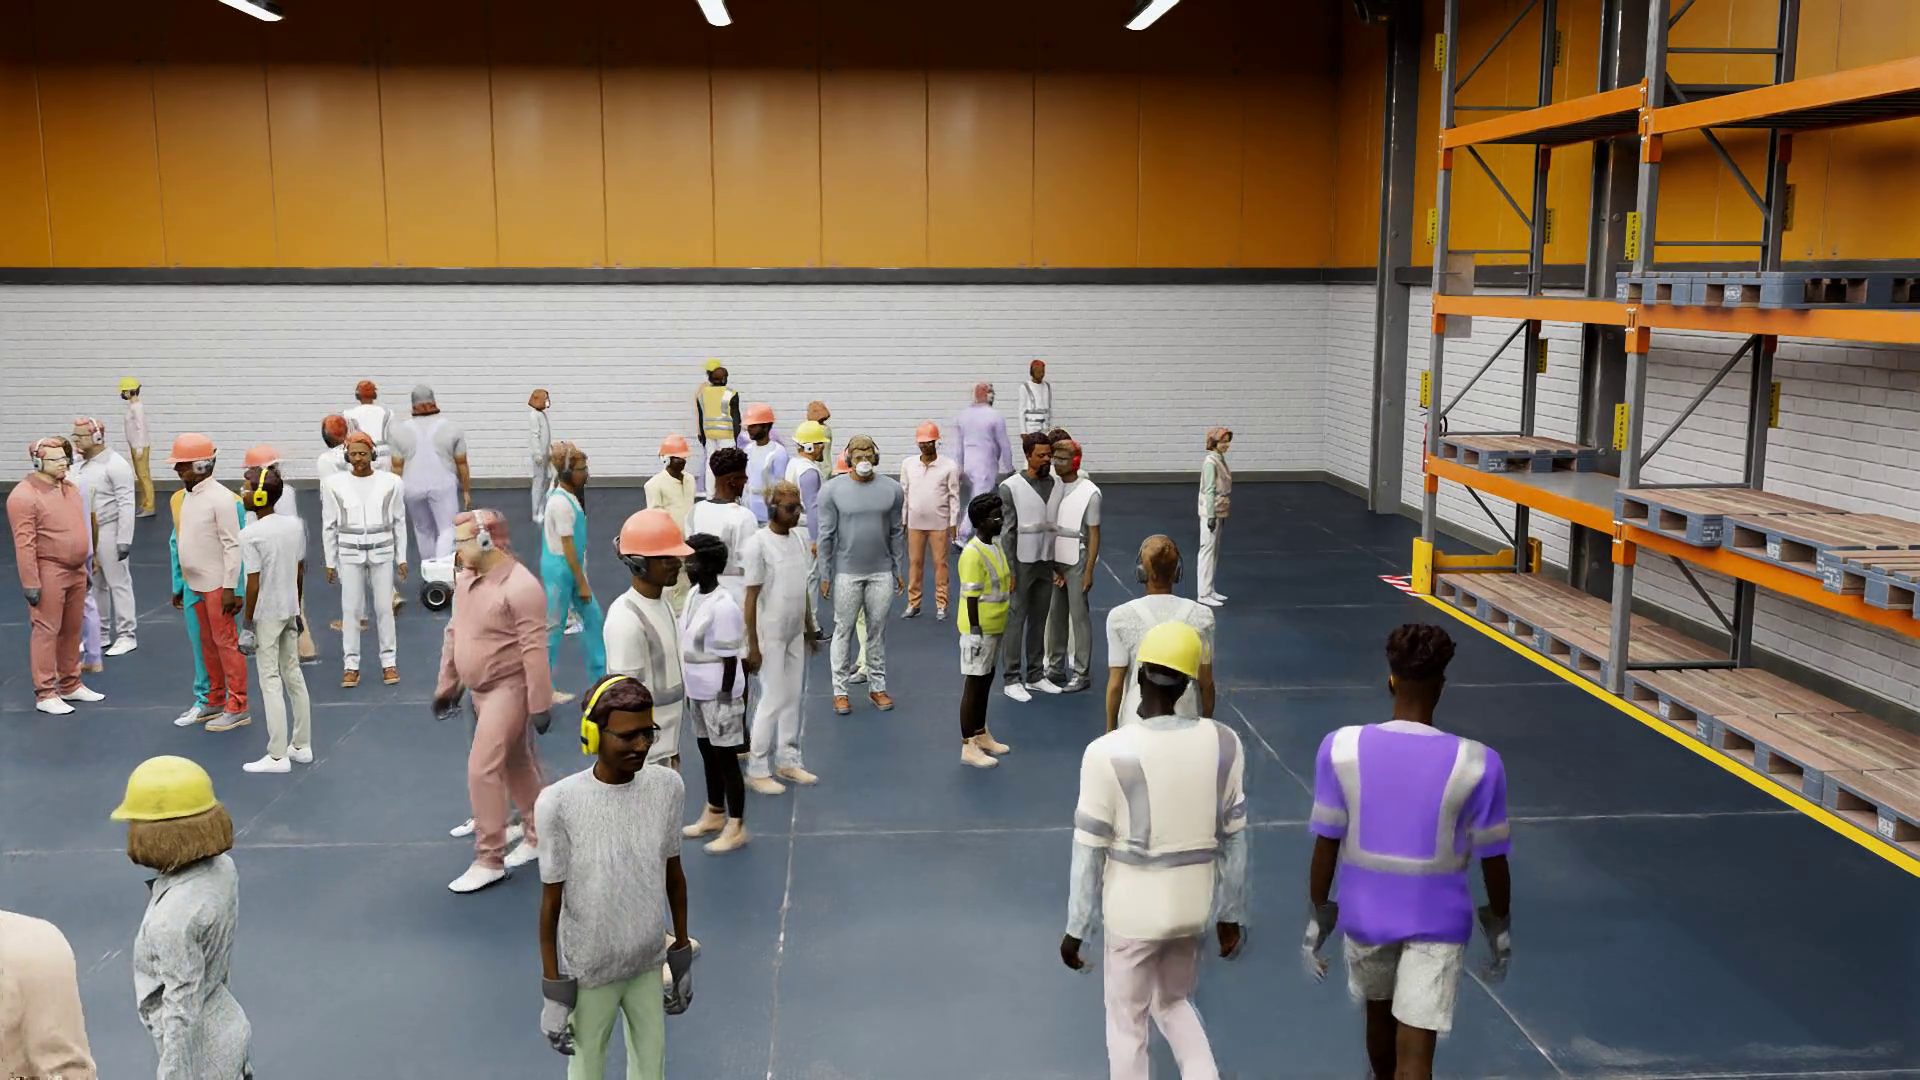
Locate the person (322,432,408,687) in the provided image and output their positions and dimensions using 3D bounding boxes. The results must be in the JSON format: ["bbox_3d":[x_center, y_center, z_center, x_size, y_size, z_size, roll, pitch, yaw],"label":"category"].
[{"bbox_3d":[-4.375,0.142,12.258,0.583,1.882,0.337,-3,10,-19],"label":"person"}]

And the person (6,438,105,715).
[{"bbox_3d":[-6.265,0.241,11.567,0.407,1.906,0.655,1,9,5],"label":"person"}]

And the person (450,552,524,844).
[{"bbox_3d":[-2.526,0.810,8.842,0.504,1.632,0.269,7,11,37],"label":"person"}]

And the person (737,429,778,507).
[{"bbox_3d":[-2.222,-0.674,18.290,0.528,1.595,0.819,-5,10,-30],"label":"person"}]

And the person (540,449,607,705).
[{"bbox_3d":[-2.648,0.268,11.671,0.840,1.810,0.506,0,9,-2],"label":"person"}]

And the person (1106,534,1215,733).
[{"bbox_3d":[0.916,0.890,7.681,0.517,1.844,0.326,-1,9,-5],"label":"person"}]

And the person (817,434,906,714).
[{"bbox_3d":[-0.677,0.232,11.520,0.636,1.938,0.354,-3,10,-20],"label":"person"}]

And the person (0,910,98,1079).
[{"bbox_3d":[-2.188,1.476,3.624,0.679,1.972,0.482,0,9,-1],"label":"person"}]

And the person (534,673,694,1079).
[{"bbox_3d":[-1.025,1.311,5.006,0.509,1.860,0.334,-7,12,-39],"label":"person"}]

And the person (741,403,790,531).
[{"bbox_3d":[-1.697,-0.216,14.337,0.379,1.938,0.547,-9,12,-43],"label":"person"}]

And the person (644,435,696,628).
[{"bbox_3d":[-2.287,0.021,13.423,0.330,1.750,0.573,5,10,28],"label":"person"}]

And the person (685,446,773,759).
[{"bbox_3d":[-1.453,0.389,10.449,0.616,1.964,0.361,8,12,40],"label":"person"}]

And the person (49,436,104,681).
[{"bbox_3d":[-6.678,0.135,12.465,0.346,1.836,0.518,3,10,18],"label":"person"}]

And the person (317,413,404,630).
[{"bbox_3d":[-5.142,-0.143,14.115,0.534,1.865,0.610,2,9,13],"label":"person"}]

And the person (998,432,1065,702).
[{"bbox_3d":[0.515,0.176,11.935,0.588,1.920,0.398,-8,12,-41],"label":"person"}]

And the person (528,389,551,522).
[{"bbox_3d":[-5.157,-1.046,20.499,0.276,1.633,0.507,0,9,-1],"label":"person"}]

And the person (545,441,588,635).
[{"bbox_3d":[-3.316,-0.025,14.082,0.309,1.637,0.514,-7,11,-38],"label":"person"}]

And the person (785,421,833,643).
[{"bbox_3d":[-1.240,-0.072,13.763,0.404,1.830,0.602,-3,10,-20],"label":"person"}]

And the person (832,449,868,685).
[{"bbox_3d":[-0.773,0.194,12.343,0.337,1.747,0.573,-1,9,-4],"label":"person"}]

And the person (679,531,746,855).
[{"bbox_3d":[-1.306,0.794,8.751,0.319,1.696,0.540,-5,11,-31],"label":"person"}]

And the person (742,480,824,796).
[{"bbox_3d":[-1.032,0.569,9.734,0.391,1.839,0.530,5,10,30],"label":"person"}]

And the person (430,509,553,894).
[{"bbox_3d":[-2.371,0.782,8.289,0.802,1.868,0.652,-8,12,-40],"label":"person"}]

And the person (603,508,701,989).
[{"bbox_3d":[-1.315,0.876,7.150,0.394,2.044,0.609,1,9,4],"label":"person"}]

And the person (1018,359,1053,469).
[{"bbox_3d":[1.046,-1.539,22.847,0.588,1.874,0.348,-7,12,-39],"label":"person"}]

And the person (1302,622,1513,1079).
[{"bbox_3d":[1.475,1.213,5.458,0.639,1.913,1.006,4,10,25],"label":"person"}]

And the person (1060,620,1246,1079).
[{"bbox_3d":[0.671,1.220,5.440,0.613,1.898,0.524,-5,10,-29],"label":"person"}]

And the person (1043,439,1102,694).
[{"bbox_3d":[0.798,0.182,12.120,0.388,1.848,0.564,-7,12,-38],"label":"person"}]

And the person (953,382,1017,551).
[{"bbox_3d":[0.223,-0.799,18.247,0.955,1.870,0.642,-8,12,-41],"label":"person"}]

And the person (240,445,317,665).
[{"bbox_3d":[-5.414,0.124,12.884,0.876,1.707,0.575,1,9,4],"label":"person"}]

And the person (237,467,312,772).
[{"bbox_3d":[-4.203,0.483,10.147,0.328,1.876,0.513,3,9,16],"label":"person"}]

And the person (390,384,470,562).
[{"bbox_3d":[-5.026,-0.496,15.773,0.704,2.000,0.829,-2,9,-11],"label":"person"}]

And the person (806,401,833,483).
[{"bbox_3d":[-1.562,-0.729,18.512,0.282,1.633,0.498,2,9,13],"label":"person"}]

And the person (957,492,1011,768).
[{"bbox_3d":[0.154,0.546,10.304,0.316,1.695,0.542,3,9,17],"label":"person"}]

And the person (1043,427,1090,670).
[{"bbox_3d":[0.747,0.065,12.780,0.532,1.871,0.311,-1,9,-4],"label":"person"}]

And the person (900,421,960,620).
[{"bbox_3d":[-0.281,-0.168,14.610,0.561,1.752,0.326,2,9,15],"label":"person"}]

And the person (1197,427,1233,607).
[{"bbox_3d":[2.341,-0.219,15.300,0.314,1.636,0.517,3,10,18],"label":"person"}]

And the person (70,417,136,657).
[{"bbox_3d":[-6.863,-0.026,13.244,0.642,1.909,0.399,4,10,24],"label":"person"}]

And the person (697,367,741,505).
[{"bbox_3d":[-3.135,-1.352,21.818,0.619,1.836,0.430,4,10,25],"label":"person"}]

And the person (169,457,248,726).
[{"bbox_3d":[-5.023,0.301,11.148,0.592,1.920,0.392,3,9,17],"label":"person"}]

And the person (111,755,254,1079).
[{"bbox_3d":[-2.112,1.436,4.577,0.296,1.744,0.486,-2,9,-13],"label":"person"}]

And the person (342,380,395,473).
[{"bbox_3d":[-6.603,-0.855,18.584,0.611,1.860,0.643,-6,11,-31],"label":"person"}]

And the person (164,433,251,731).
[{"bbox_3d":[-5.017,0.275,11.080,0.623,1.990,0.393,7,12,39],"label":"person"}]

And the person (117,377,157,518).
[{"bbox_3d":[-10.301,-1.156,20.786,0.330,1.765,0.533,-6,11,-33],"label":"person"}]
